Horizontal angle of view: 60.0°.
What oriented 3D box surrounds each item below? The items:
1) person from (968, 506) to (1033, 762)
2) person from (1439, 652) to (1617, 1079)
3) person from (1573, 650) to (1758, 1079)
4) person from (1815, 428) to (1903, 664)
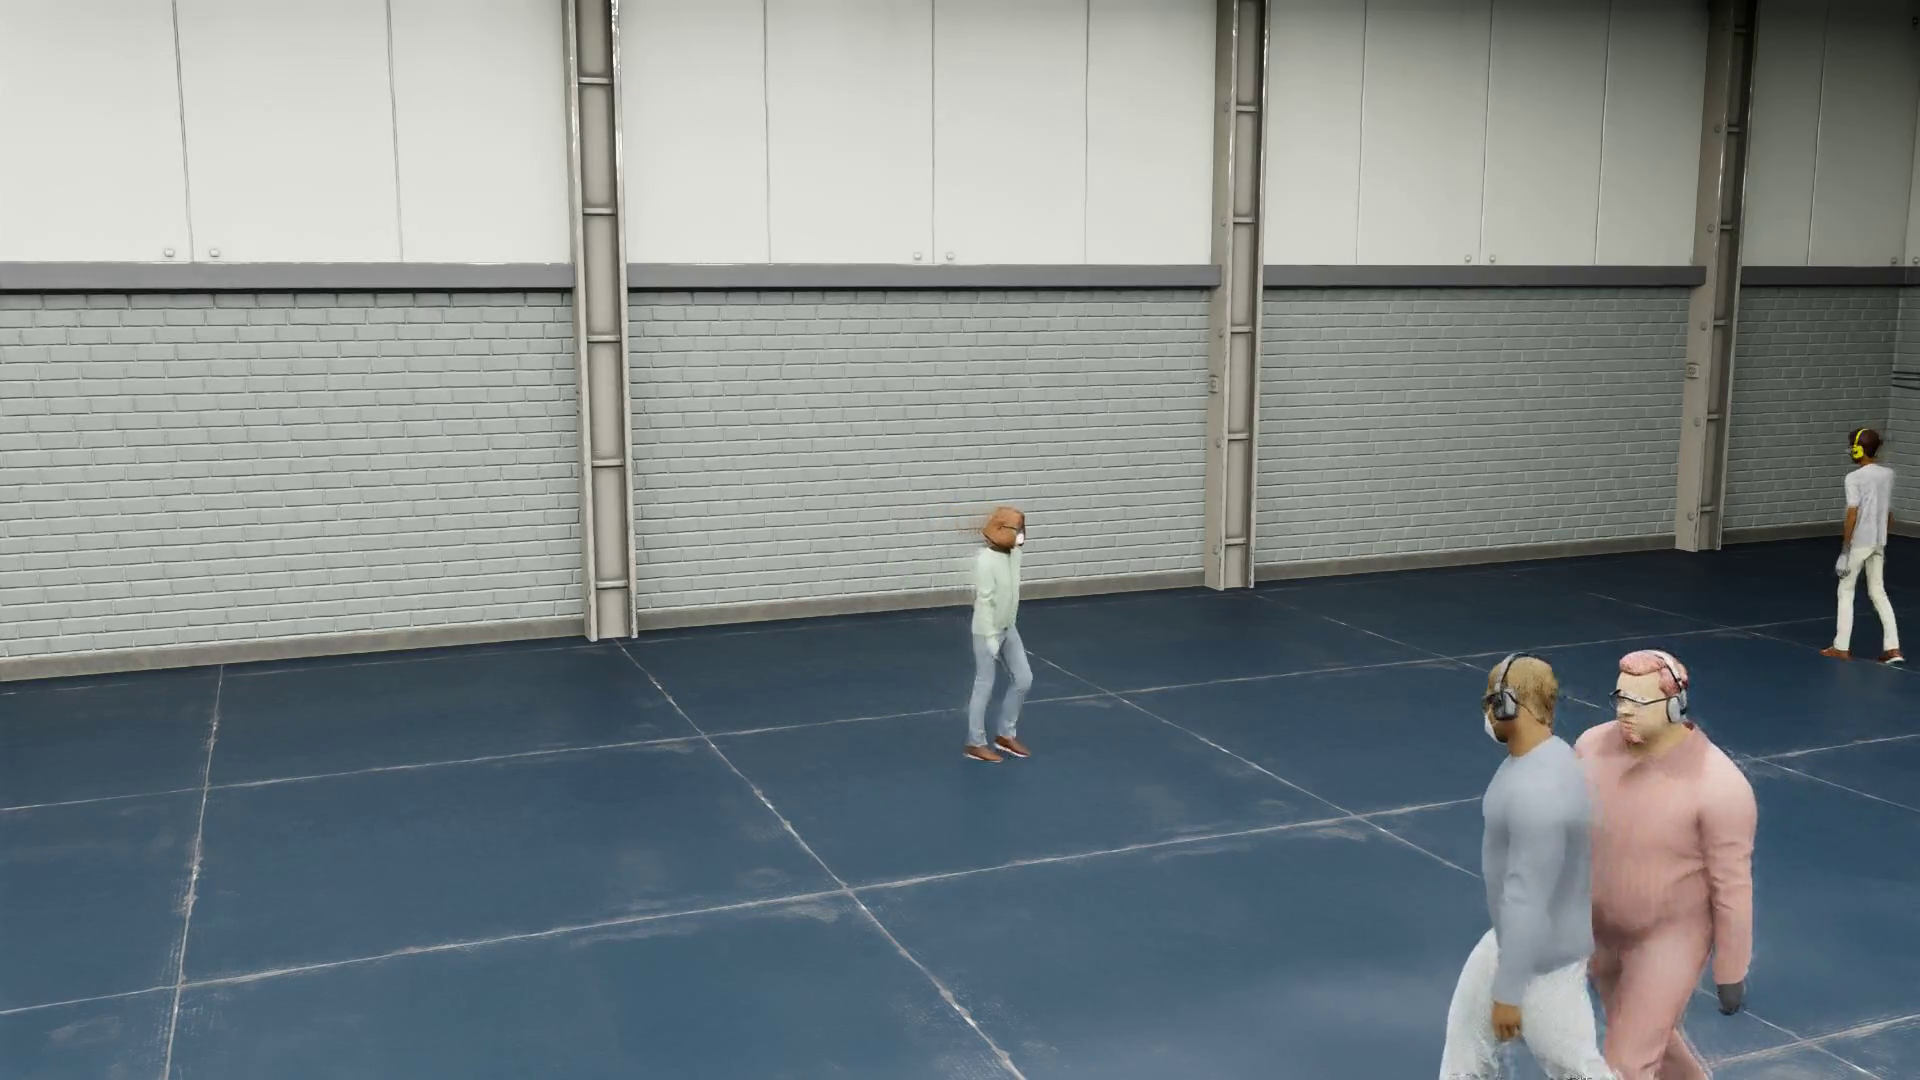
[{"bbox_3d":[0.267,0.594,10.328,0.497,1.615,0.524,6,11,34],"label":"person"},{"bbox_3d":[1.800,1.289,5.202,1.042,1.866,0.665,2,9,12],"label":"person"},{"bbox_3d":[2.257,1.250,5.393,0.954,1.872,0.645,-4,10,-25],"label":"person"},{"bbox_3d":[7.109,0.071,13.004,0.569,1.864,0.728,-3,10,-20],"label":"person"}]
